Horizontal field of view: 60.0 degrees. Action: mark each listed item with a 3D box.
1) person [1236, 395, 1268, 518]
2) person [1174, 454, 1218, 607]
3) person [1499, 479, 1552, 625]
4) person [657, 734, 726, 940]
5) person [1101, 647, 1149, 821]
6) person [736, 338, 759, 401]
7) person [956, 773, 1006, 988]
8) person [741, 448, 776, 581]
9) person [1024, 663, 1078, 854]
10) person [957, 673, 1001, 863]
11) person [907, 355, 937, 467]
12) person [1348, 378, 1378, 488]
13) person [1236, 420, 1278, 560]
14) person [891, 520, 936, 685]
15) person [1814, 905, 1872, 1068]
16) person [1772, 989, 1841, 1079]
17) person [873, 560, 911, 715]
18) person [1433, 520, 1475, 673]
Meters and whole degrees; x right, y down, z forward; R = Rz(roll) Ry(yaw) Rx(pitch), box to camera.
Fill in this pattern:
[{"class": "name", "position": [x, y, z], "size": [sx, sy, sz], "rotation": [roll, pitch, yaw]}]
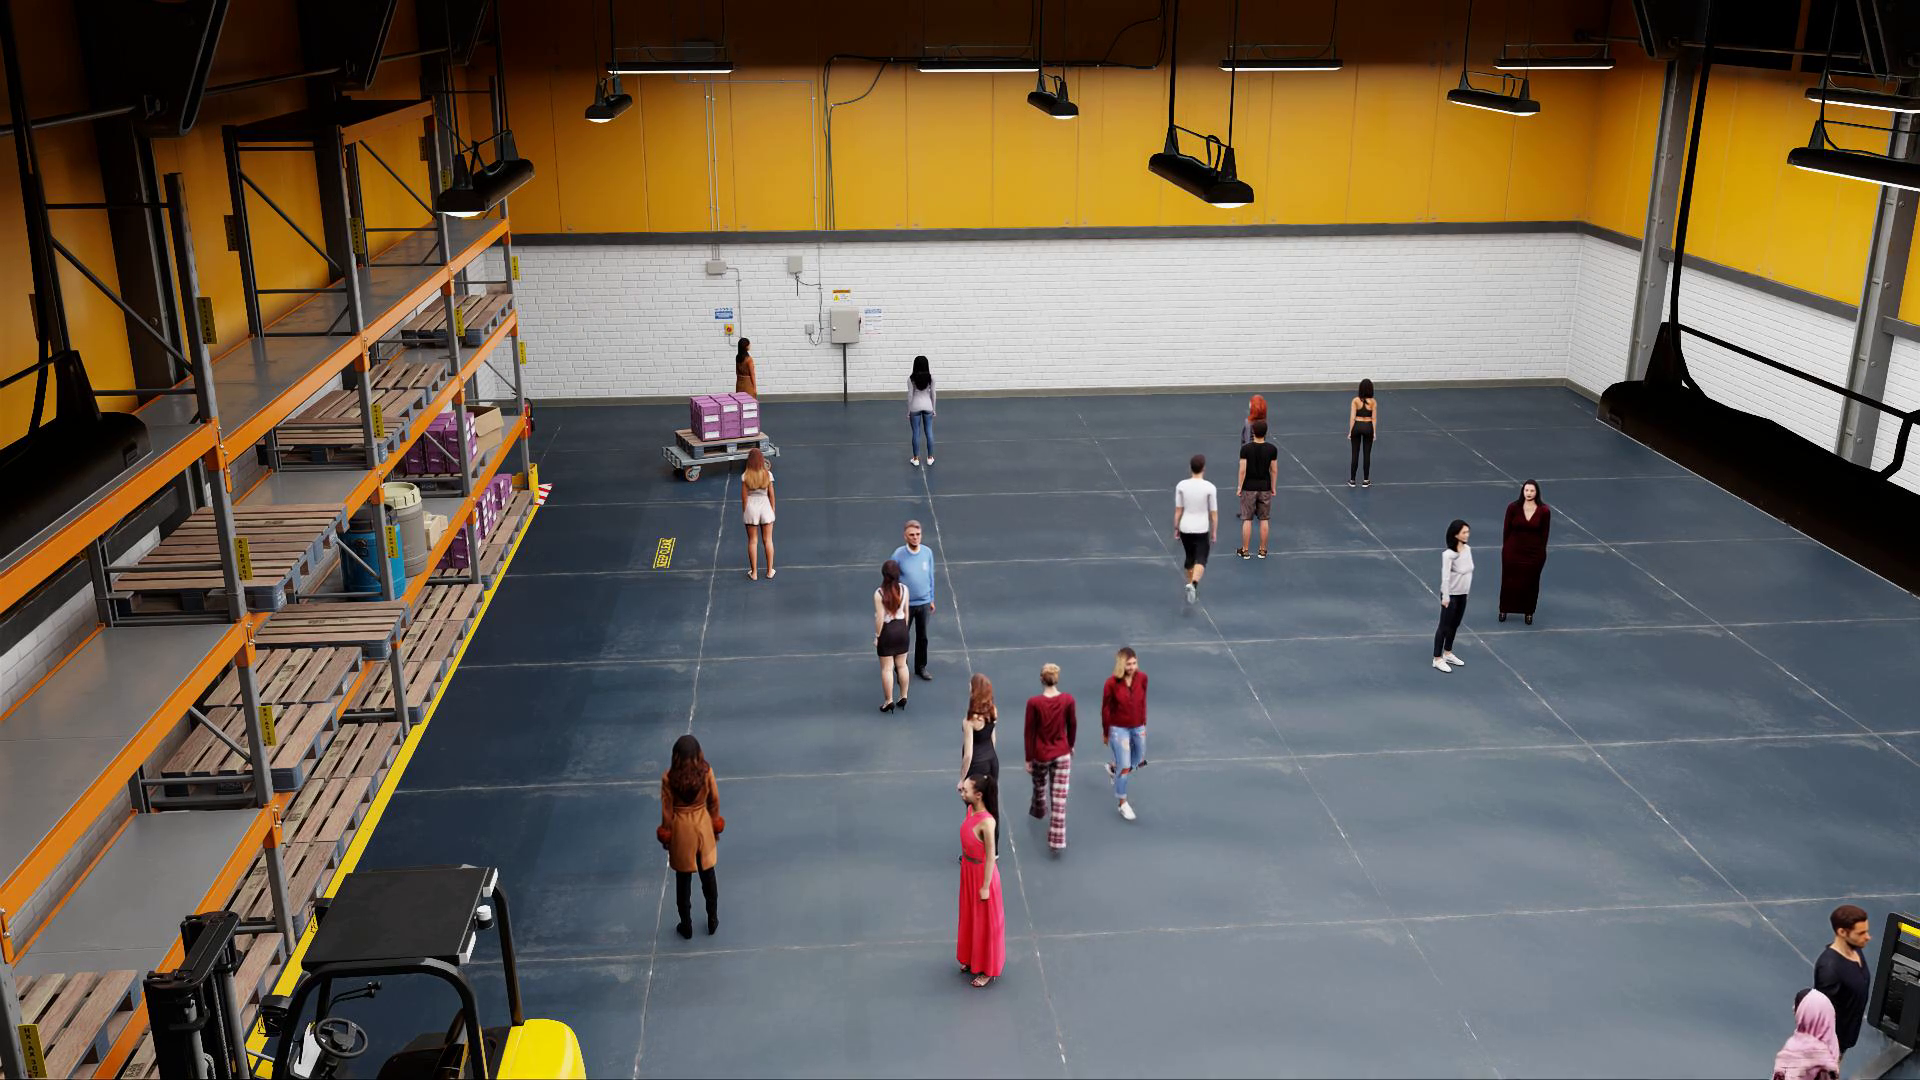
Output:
[{"class": "person", "position": [4.119, -1.175, 23.340], "size": [0.655, 1.779, 0.680], "rotation": [-15, 24, -38]}, {"class": "person", "position": [2.825, -0.105, 20.076], "size": [0.944, 1.834, 1.151], "rotation": [6, 20, 18]}, {"class": "person", "position": [6.616, 0.130, 19.500], "size": [0.759, 1.757, 0.755], "rotation": [6, 20, 18]}, {"class": "person", "position": [-2.109, 2.317, 13.064], "size": [0.751, 1.720, 0.683], "rotation": [-7, 20, -19]}, {"class": "person", "position": [1.465, 1.696, 15.077], "size": [0.800, 1.612, 0.961], "rotation": [-10, 21, -28]}, {"class": "person", "position": [-3.530, -2.500, 27.413], "size": [0.631, 1.690, 0.693], "rotation": [15, 24, 38]}, {"class": "person", "position": [0.145, 2.527, 12.430], "size": [0.743, 1.725, 0.607], "rotation": [-7, 20, -21]}, {"class": "person", "position": [-2.552, -0.339, 20.989], "size": [0.585, 1.695, 0.561], "rotation": [-4, 19, -10]}, {"class": "person", "position": [0.800, 1.904, 14.402], "size": [0.632, 1.648, 1.080], "rotation": [-2, 19, -6]}, {"class": "person", "position": [0.185, 1.946, 14.122], "size": [0.721, 1.748, 0.658], "rotation": [15, 23, 37]}, {"class": "person", "position": [-0.601, -2.027, 25.937], "size": [0.628, 1.736, 0.548], "rotation": [-4, 19, -11]}, {"class": "person", "position": [6.009, -1.609, 24.841], "size": [0.617, 1.643, 0.584], "rotation": [4, 19, 12]}, {"class": "person", "position": [3.868, -0.669, 21.708], "size": [0.666, 1.861, 0.575], "rotation": [-1, 19, -3]}, {"class": "person", "position": [-0.505, 0.640, 17.889], "size": [0.709, 1.818, 0.652], "rotation": [-7, 20, -20]}, {"class": "person", "position": [5.466, 3.117, 10.472], "size": [0.755, 1.858, 0.707], "rotation": [16, 24, 40]}, {"class": "person", "position": [5.080, 3.449, 9.890], "size": [1.127, 1.599, 1.048], "rotation": [16, 24, 39]}, {"class": "person", "position": [-0.699, 0.989, 17.116], "size": [0.631, 1.649, 0.648], "rotation": [-12, 22, -32]}, {"class": "person", "position": [5.414, 0.586, 18.234], "size": [0.712, 1.700, 0.754], "rotation": [-18, 25, -42]}]
